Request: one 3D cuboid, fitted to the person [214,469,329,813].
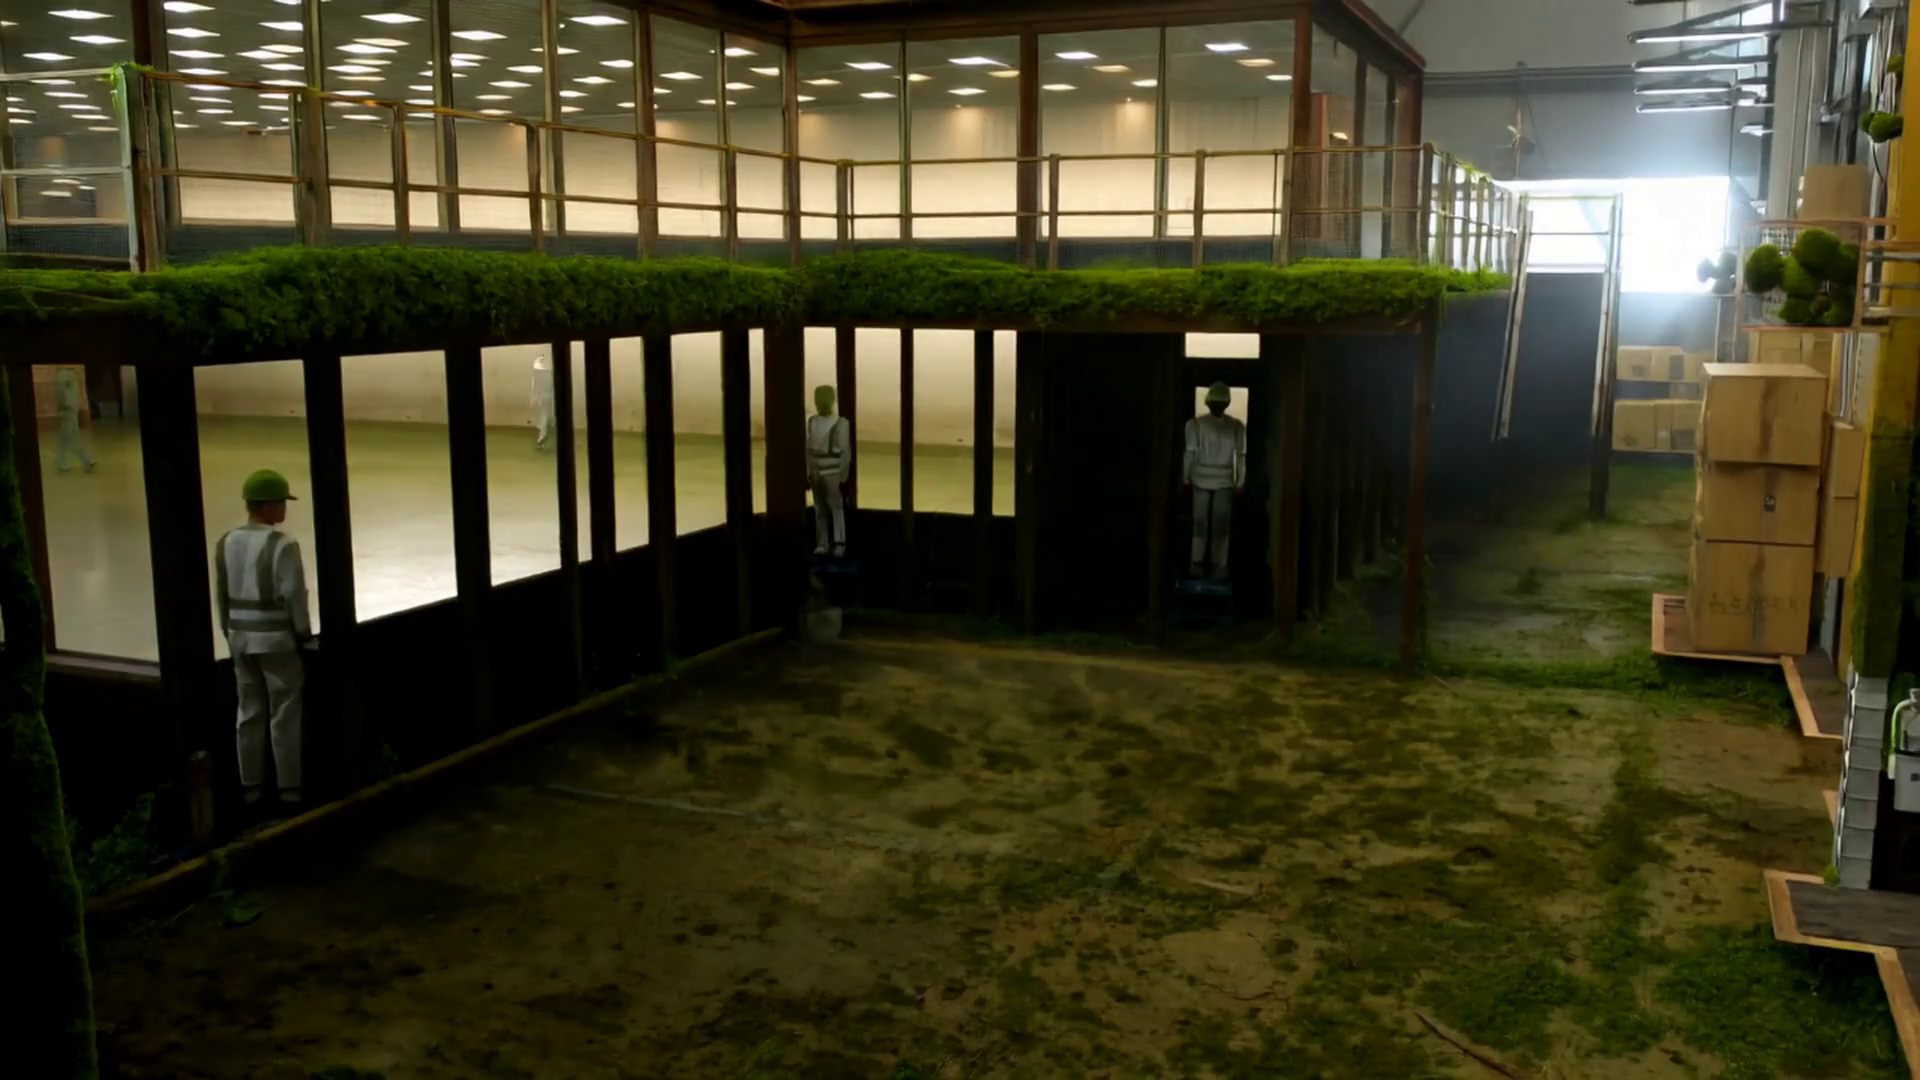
[{"bbox_3d":[-3.914,0.570,9.431,0.608,1.943,0.402,4,10,24],"label":"person"}]

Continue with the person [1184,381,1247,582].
[{"bbox_3d":[2.505,-0.567,16.332,0.612,1.986,0.406,1,9,5],"label":"person"}]

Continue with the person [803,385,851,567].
[{"bbox_3d":[-1.379,-0.662,17.220,0.573,1.883,0.354,7,12,38],"label":"person"}]
